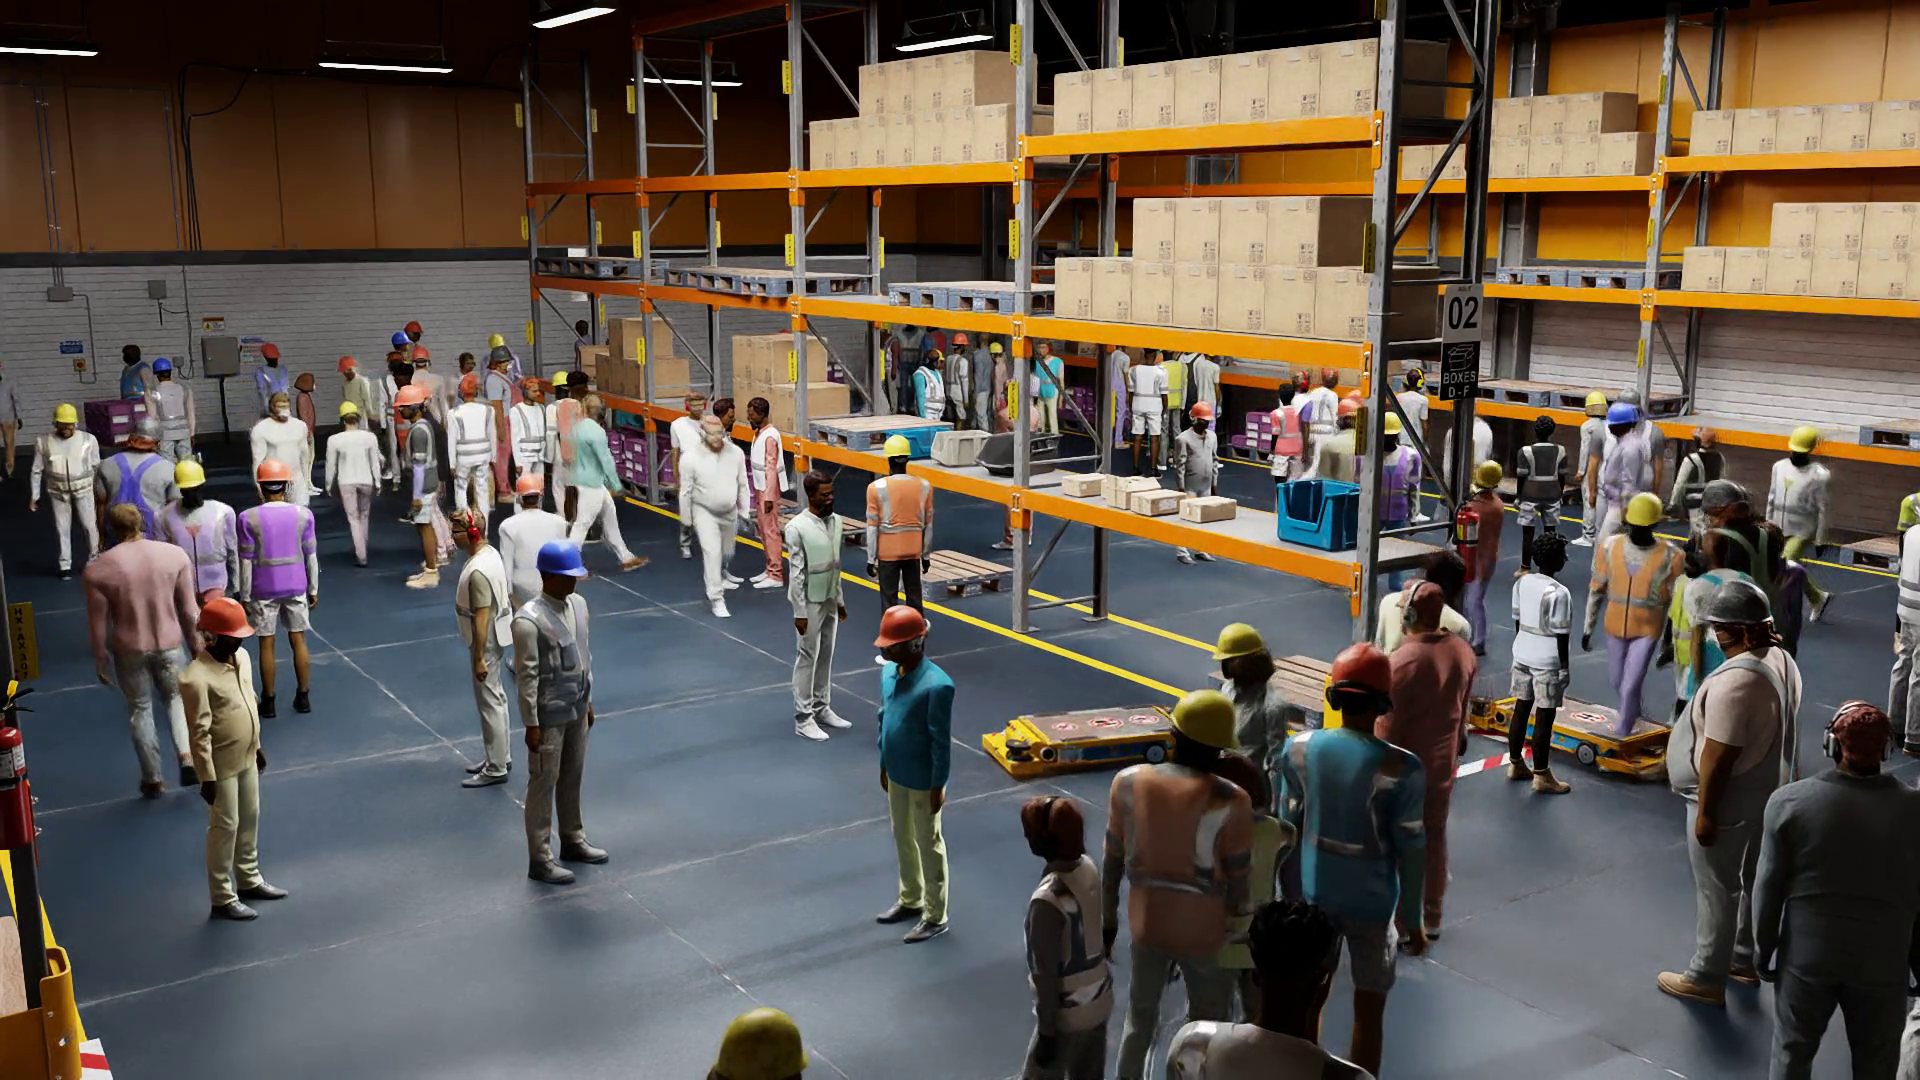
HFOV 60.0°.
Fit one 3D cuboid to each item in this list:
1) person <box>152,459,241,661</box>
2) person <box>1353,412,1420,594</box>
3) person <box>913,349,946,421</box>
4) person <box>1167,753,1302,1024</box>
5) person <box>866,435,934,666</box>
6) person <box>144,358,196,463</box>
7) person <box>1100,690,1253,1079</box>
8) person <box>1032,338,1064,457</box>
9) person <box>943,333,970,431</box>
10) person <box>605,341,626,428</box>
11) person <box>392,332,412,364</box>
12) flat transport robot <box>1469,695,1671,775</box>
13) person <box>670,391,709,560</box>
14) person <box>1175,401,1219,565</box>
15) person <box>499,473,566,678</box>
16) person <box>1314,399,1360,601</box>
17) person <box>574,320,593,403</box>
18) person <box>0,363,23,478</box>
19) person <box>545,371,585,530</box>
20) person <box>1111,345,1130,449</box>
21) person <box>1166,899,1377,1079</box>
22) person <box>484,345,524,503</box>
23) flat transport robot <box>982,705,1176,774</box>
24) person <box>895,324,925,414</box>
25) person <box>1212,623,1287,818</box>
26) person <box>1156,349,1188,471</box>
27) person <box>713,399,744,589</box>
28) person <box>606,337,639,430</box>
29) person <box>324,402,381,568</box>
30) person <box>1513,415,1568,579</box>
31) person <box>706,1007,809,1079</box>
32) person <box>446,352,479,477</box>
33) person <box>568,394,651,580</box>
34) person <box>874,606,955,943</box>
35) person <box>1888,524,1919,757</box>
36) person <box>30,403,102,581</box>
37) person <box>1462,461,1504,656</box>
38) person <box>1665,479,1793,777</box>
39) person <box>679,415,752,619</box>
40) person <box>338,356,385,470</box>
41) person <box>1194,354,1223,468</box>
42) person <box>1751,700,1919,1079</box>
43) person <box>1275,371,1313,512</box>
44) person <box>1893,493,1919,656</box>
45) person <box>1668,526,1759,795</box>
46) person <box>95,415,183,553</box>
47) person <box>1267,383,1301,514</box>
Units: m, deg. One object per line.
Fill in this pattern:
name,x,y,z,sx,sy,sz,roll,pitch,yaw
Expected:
person,-5.788,0.309,12.650,0.597,1.898,0.865,-4,12,-18
person,3.941,-0.238,15.420,0.603,1.913,0.425,1,11,4
person,-0.419,-1.768,23.428,0.430,1.839,0.619,5,12,24
person,1.090,1.639,6.532,0.585,1.625,0.381,-4,12,-18
person,-0.503,0.096,13.689,0.581,1.919,0.396,-5,12,-26
person,-9.831,-1.292,20.725,0.400,1.940,0.604,10,15,42
person,0.831,1.508,6.513,0.629,1.895,0.427,6,13,29
person,1.337,-2.172,25.468,0.571,1.843,0.372,7,13,34
person,-0.023,-2.178,25.291,0.388,1.930,0.544,-7,13,-33
person,-5.880,-2.590,28.153,0.509,1.632,0.267,-4,12,-18
person,-8.447,-2.173,25.204,0.379,1.951,0.605,-3,11,-14
flat transport robot,4.326,1.315,11.666,0.652,0.197,1.431,-7,13,-32
person,-2.855,-0.706,18.006,0.561,1.834,0.374,-6,13,-28
person,2.538,-0.607,17.719,0.565,1.744,0.350,-7,13,-33
person,-3.348,0.323,13.061,0.580,1.696,0.915,-7,13,-33
person,3.749,-0.401,16.208,0.635,1.936,1.031,-5,12,-23
person,-6.394,-2.801,28.463,0.373,1.933,0.625,3,11,15
person,-13.510,-1.710,23.409,0.568,1.729,0.655,-6,12,-27
person,-4.570,-0.995,19.284,0.397,1.910,0.602,7,13,33
person,2.527,-2.359,26.466,0.359,1.835,0.512,-8,14,-36
person,0.825,1.887,4.386,0.617,1.962,0.361,7,13,32
person,-5.875,-1.508,21.570,0.538,2.000,0.686,-2,11,-11
flat transport robot,0.930,1.357,11.448,1.431,0.197,0.652,-3,12,-16
person,-0.947,-3.309,31.217,0.605,1.862,0.981,1,11,7
person,1.384,1.257,8.215,0.378,1.730,0.521,-4,12,-21
person,3.024,-1.961,24.201,0.585,1.920,0.374,-5,12,-23
person,-2.387,-0.455,16.540,0.408,1.907,0.598,0,11,-2
person,-5.482,-2.440,26.981,0.536,1.803,0.919,8,13,34
person,-6.481,-0.603,17.713,0.543,1.729,0.846,-8,13,-35
person,5.885,-0.420,16.885,0.535,1.697,0.318,0,11,-2
person,-0.525,2.025,4.289,0.491,1.732,0.325,6,13,30
person,-6.896,-1.708,23.142,0.473,1.824,0.606,6,12,27
person,-3.629,-0.541,17.000,1.003,1.882,0.663,-4,12,-20
person,-0.263,1.185,8.571,0.354,1.737,0.576,-8,14,-36
person,6.651,0.551,11.439,0.356,1.883,0.574,1,11,5
person,-9.067,-0.486,16.909,0.672,1.820,0.407,-5,12,-25
person,4.315,0.161,13.876,0.357,1.706,0.608,-3,11,-16
person,5.144,0.541,11.084,0.735,2.000,1.060,-5,12,-26
person,-2.322,-0.258,15.607,0.640,1.876,0.851,-7,13,-33
person,-8.555,-1.753,23.635,0.588,1.720,0.509,8,14,35
person,3.645,-1.987,24.479,0.326,1.865,0.518,-10,15,-43
person,3.360,1.542,6.338,0.647,1.900,0.400,5,12,24
person,4.053,-1.134,20.213,0.412,1.831,0.594,-5,12,-24
person,8.133,0.159,13.945,0.535,1.691,0.320,3,11,15
person,4.747,0.835,10.227,0.538,1.802,0.849,-2,11,-11
person,-6.971,-0.077,14.246,0.703,2.000,0.553,-1,11,-3
person,3.940,-1.055,20.122,0.540,1.698,0.317,-7,13,-30
